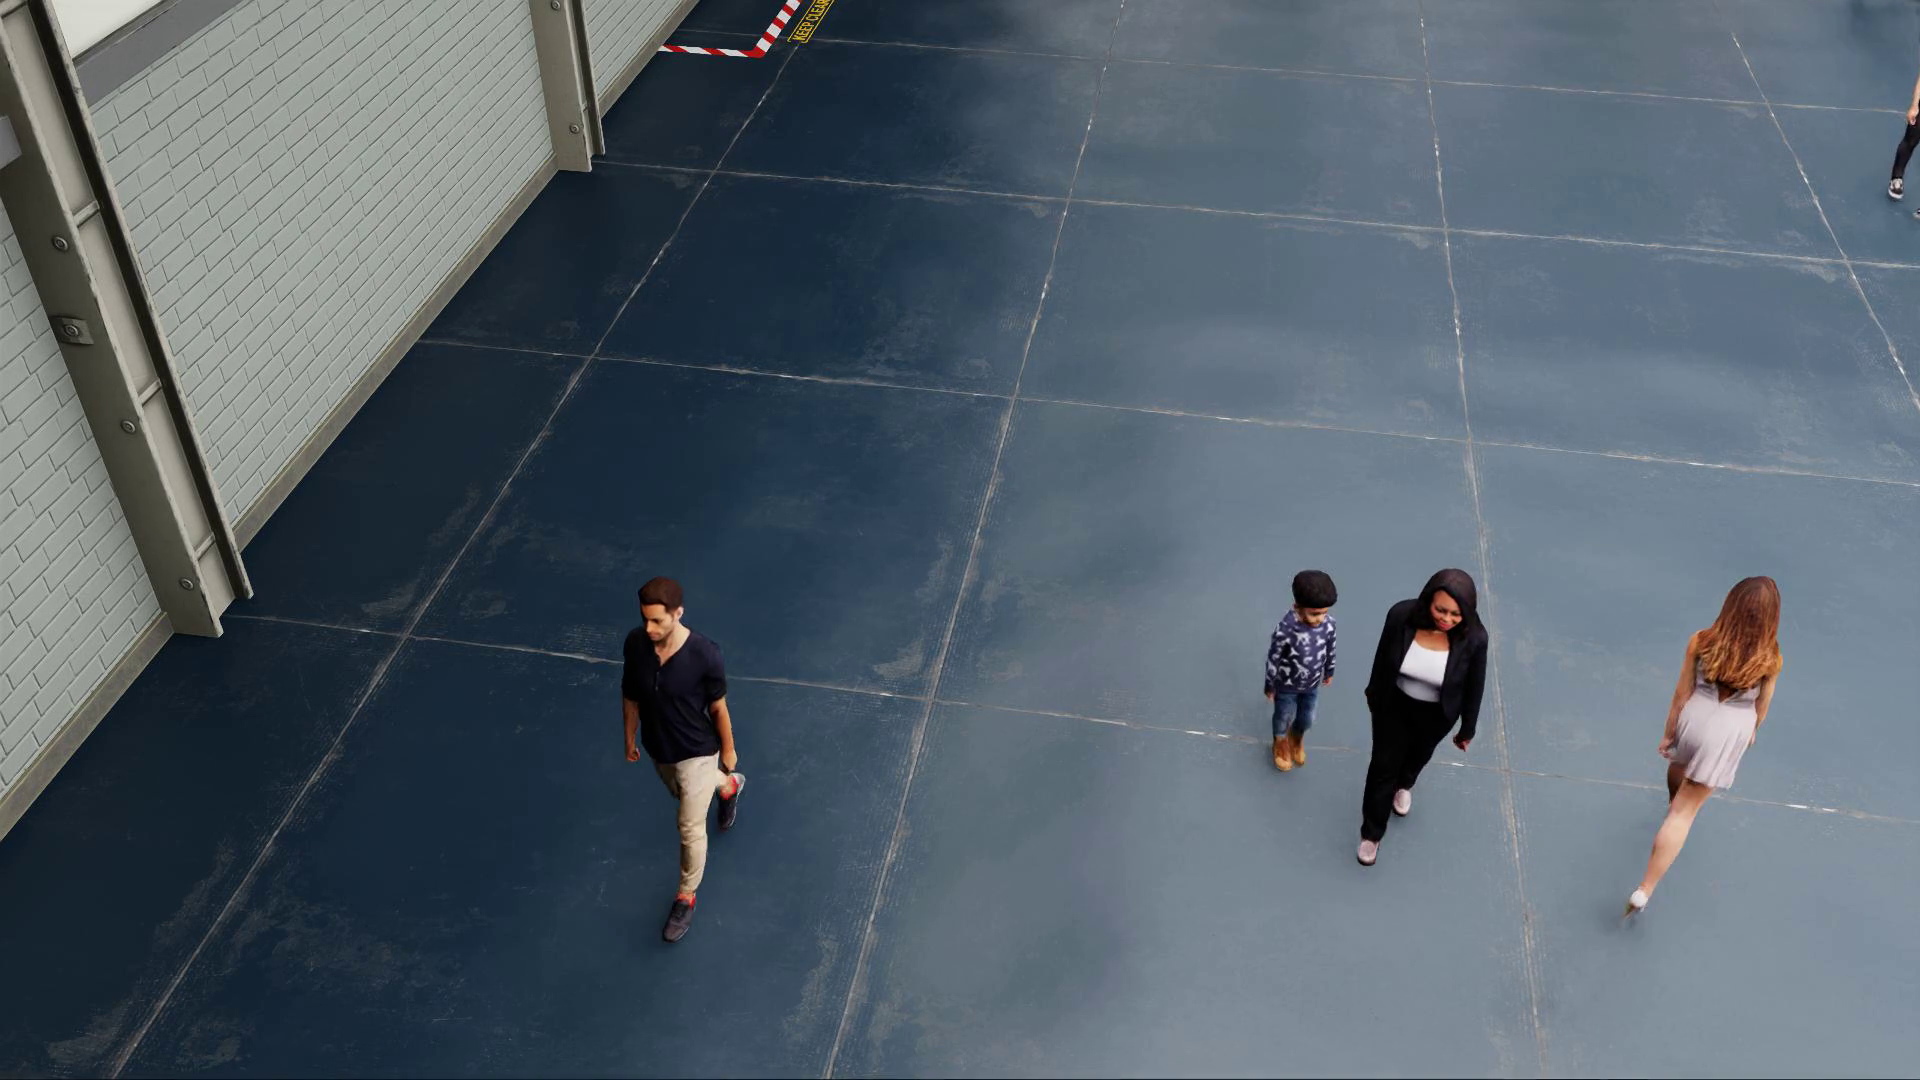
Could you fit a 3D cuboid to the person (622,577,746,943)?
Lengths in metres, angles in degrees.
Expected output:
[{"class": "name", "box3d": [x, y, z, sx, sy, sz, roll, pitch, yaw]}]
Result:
[{"class": "person", "box3d": [-1.201, 0.860, 7.432, 0.796, 1.824, 1.209, 13, 40, 16]}]

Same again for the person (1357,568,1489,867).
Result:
[{"class": "person", "box3d": [2.162, 0.723, 7.797, 0.727, 1.589, 0.956, 11, 39, 13]}]

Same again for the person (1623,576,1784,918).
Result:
[{"class": "person", "box3d": [3.282, 0.967, 7.383, 0.894, 1.716, 1.205, 23, 44, 27]}]

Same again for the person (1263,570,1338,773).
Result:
[{"class": "person", "box3d": [1.654, 0.613, 8.220, 0.584, 1.242, 0.598, -6, 38, -8]}]

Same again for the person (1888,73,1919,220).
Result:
[{"class": "person", "box3d": [7.625, -3.463, 12.980, 0.738, 1.796, 1.153, 11, 39, 13]}]
